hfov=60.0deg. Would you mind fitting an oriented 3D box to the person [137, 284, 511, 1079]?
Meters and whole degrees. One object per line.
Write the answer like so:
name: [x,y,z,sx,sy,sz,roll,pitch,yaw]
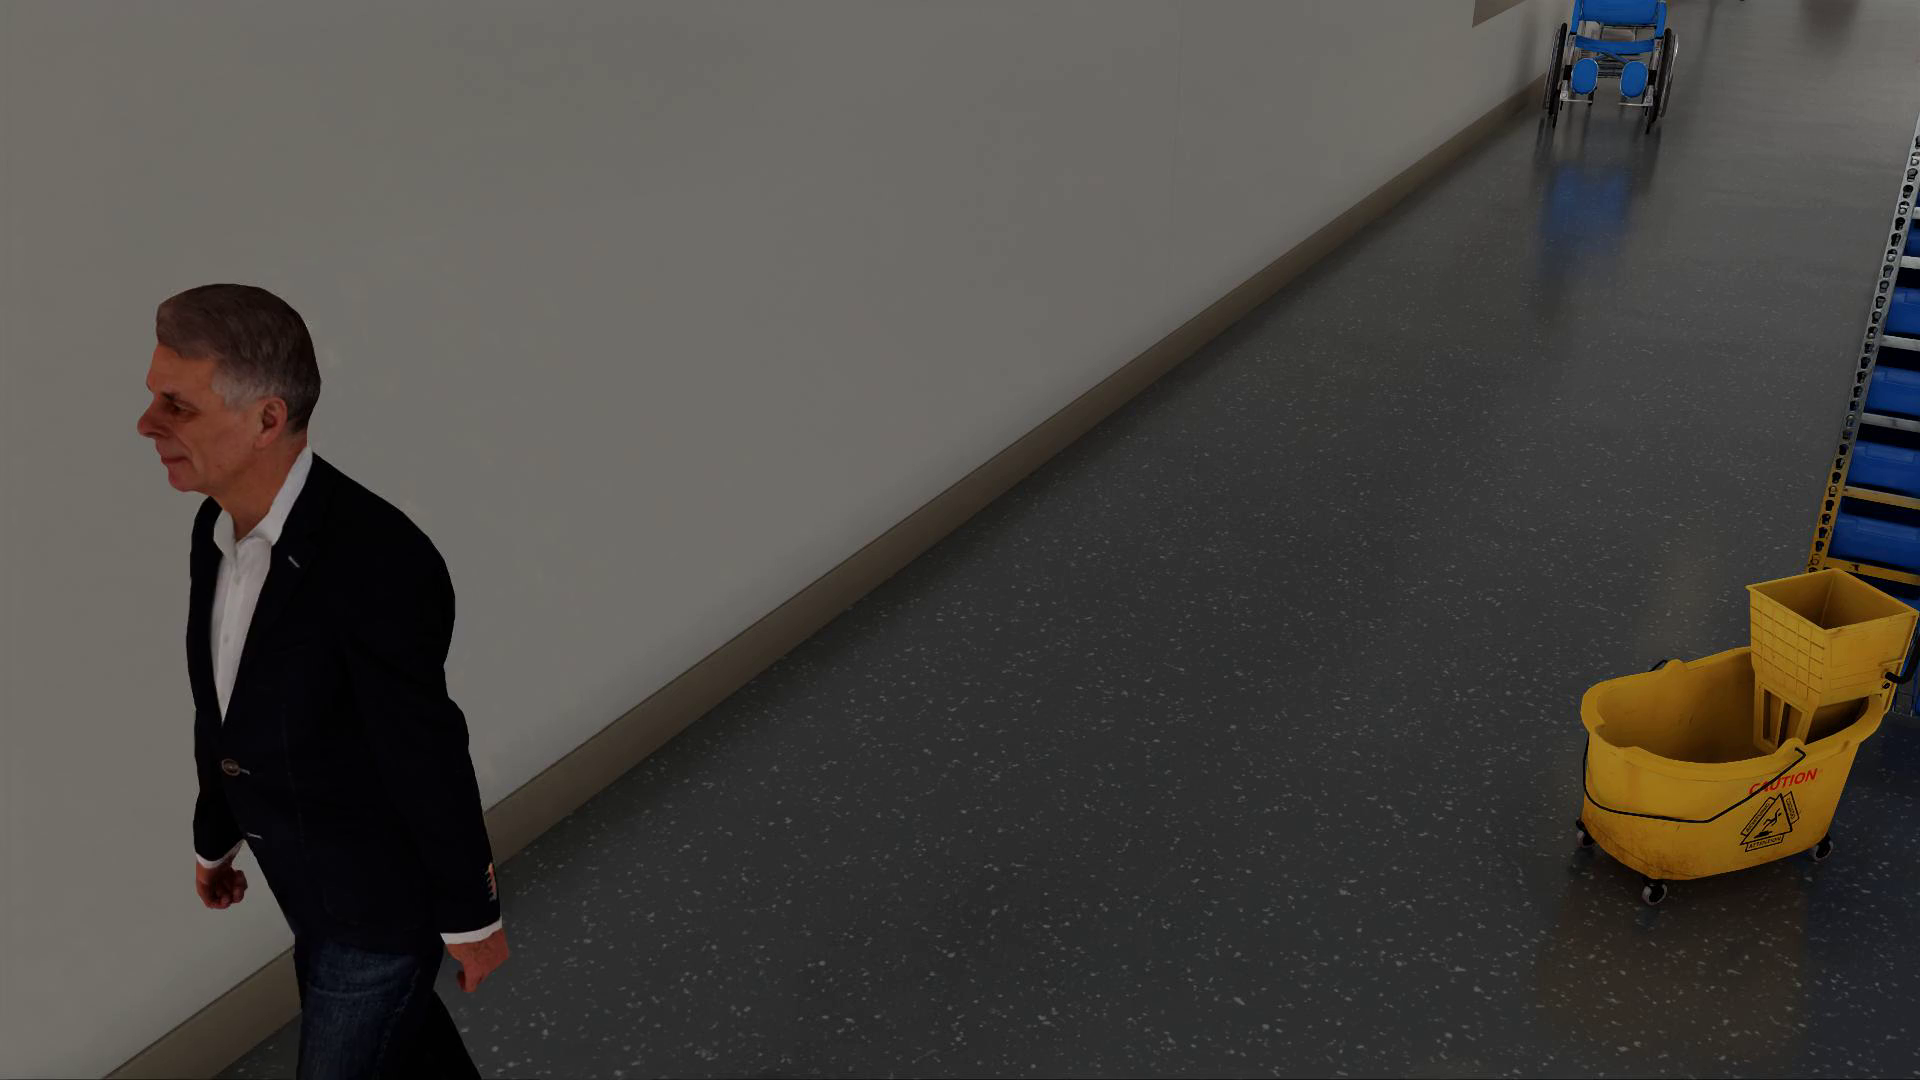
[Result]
person: [-0.883,0.456,2.640,0.671,1.802,0.847,20,32,36]
